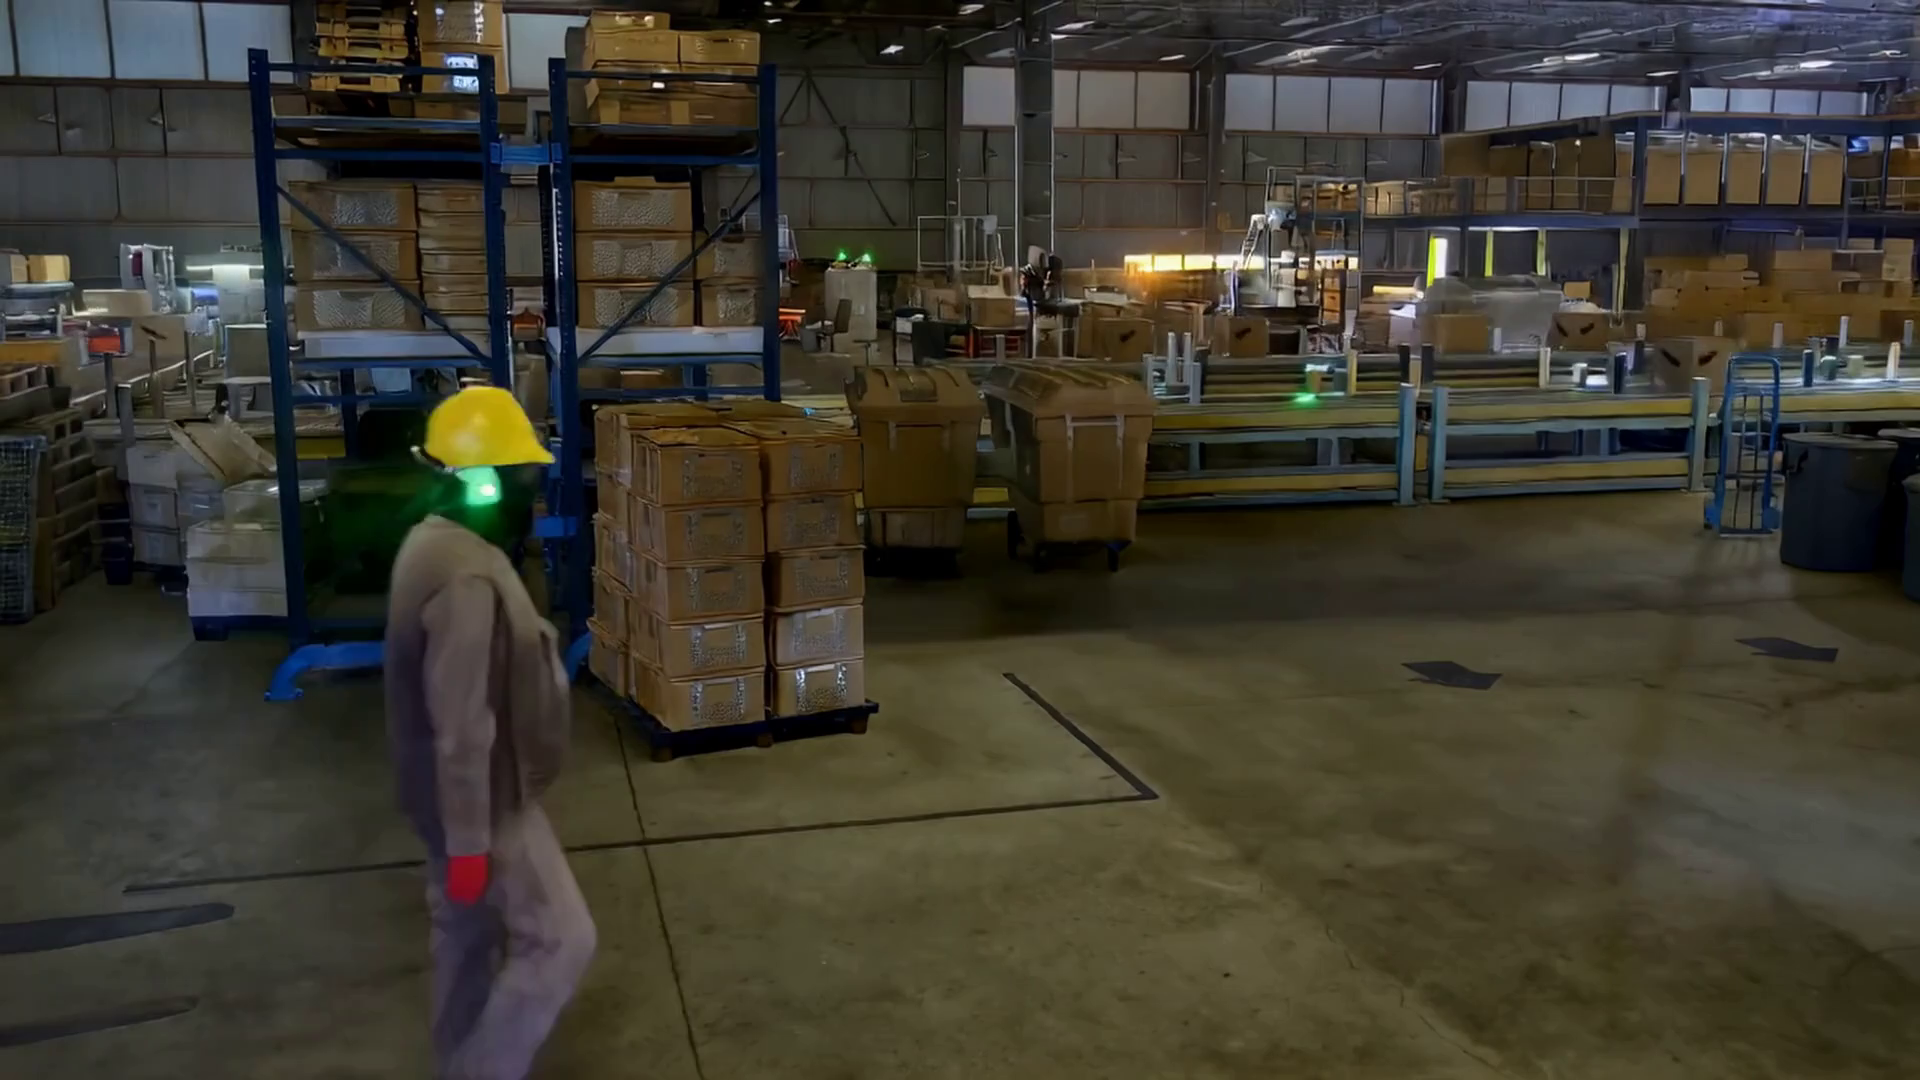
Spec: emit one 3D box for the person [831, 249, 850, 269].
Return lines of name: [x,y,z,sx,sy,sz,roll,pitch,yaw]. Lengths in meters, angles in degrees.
person: [-3.436,-7.388,48.160,0.608,2.044,0.371,2,10,12]

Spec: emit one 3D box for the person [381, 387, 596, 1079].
person: [-1.080,0.561,3.804,0.430,1.816,0.601,-5,11,-25]

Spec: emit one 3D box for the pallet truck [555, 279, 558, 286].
pallet truck: [-10.604,-6.375,44.520,0.653,1.274,1.630,-3,10,-15]

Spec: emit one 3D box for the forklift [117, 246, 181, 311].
forklift: [-19.966,-6.232,40.894,1.157,1.987,2.680,-3,10,-15]

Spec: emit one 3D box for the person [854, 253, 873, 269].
person: [-2.899,-7.793,50.841,0.651,1.907,0.409,5,11,26]

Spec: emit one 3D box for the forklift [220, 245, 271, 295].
forklift: [-17.749,-6.334,41.440,1.157,1.987,2.680,-3,10,-17]
